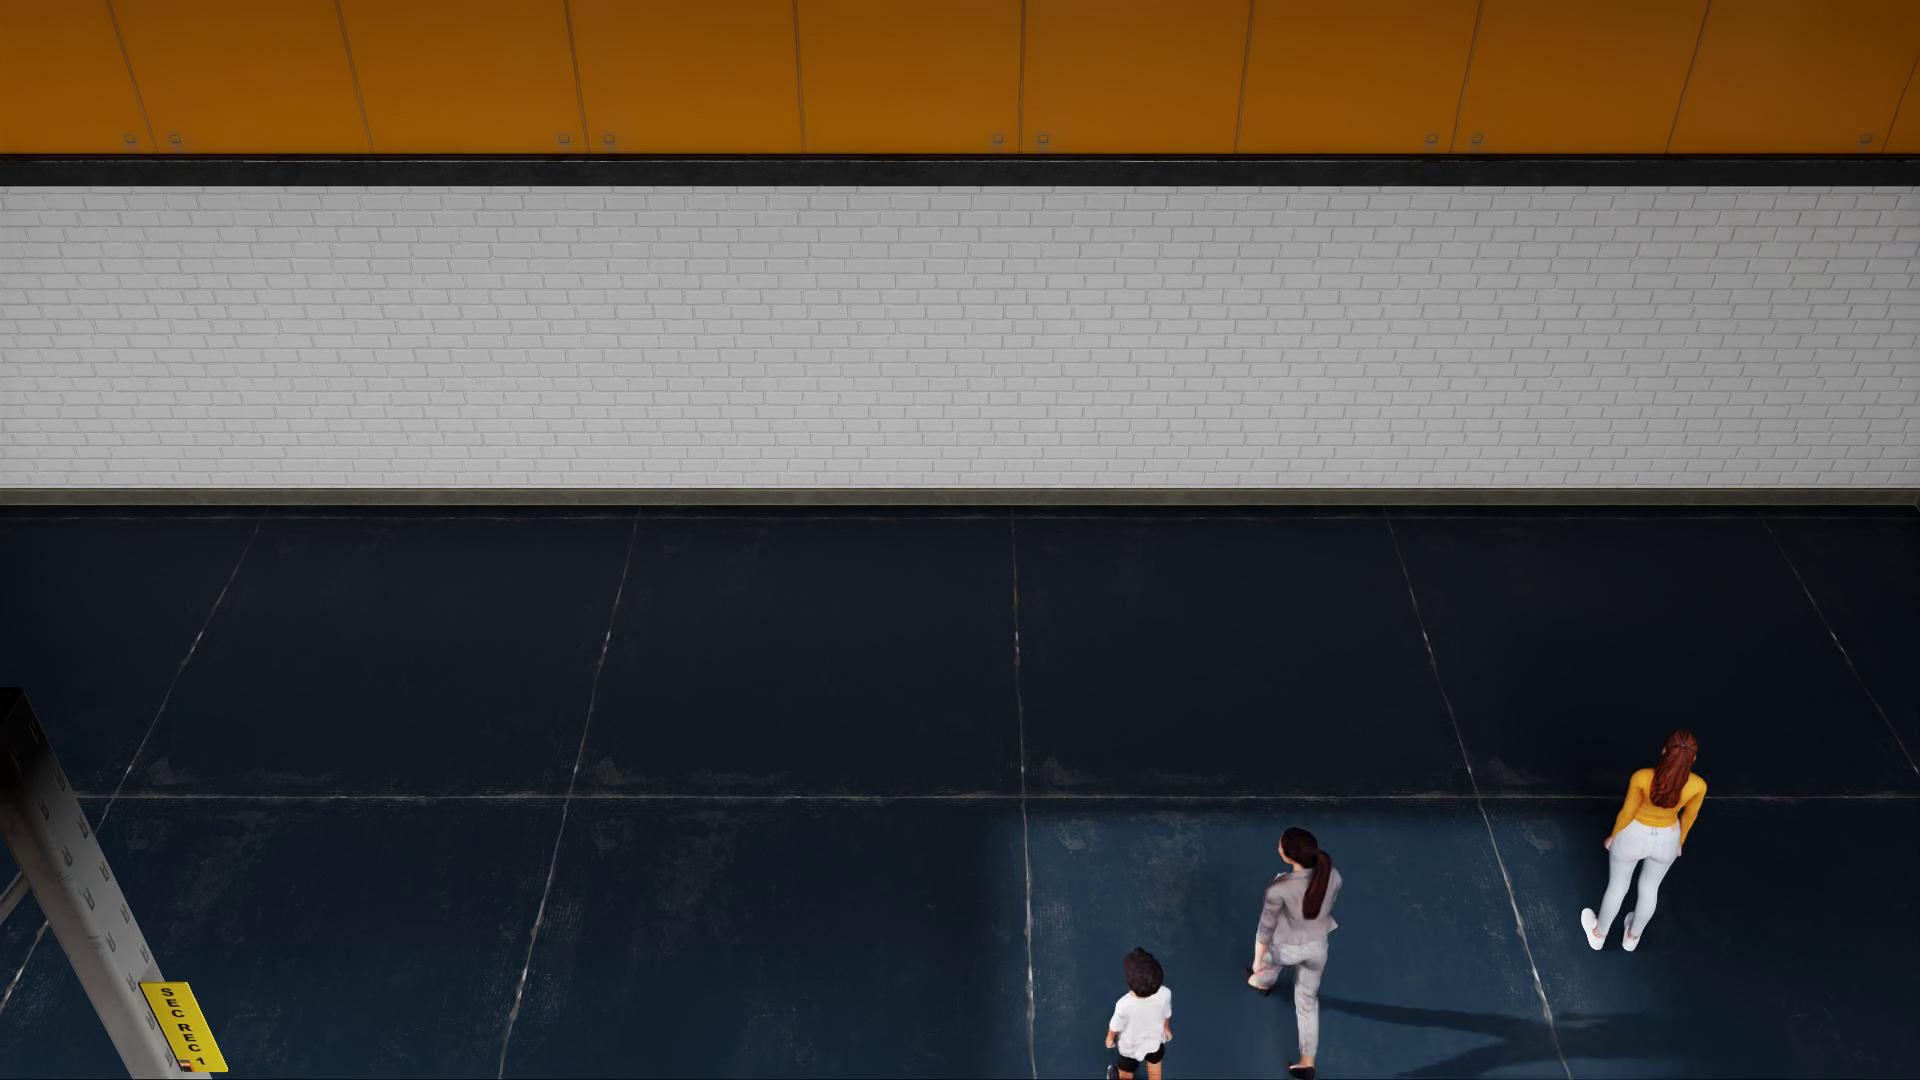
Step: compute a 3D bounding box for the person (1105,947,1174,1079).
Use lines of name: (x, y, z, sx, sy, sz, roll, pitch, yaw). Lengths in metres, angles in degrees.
person: (0.977, 2.633, 8.783, 0.610, 1.254, 0.676, -12, 40, -15)

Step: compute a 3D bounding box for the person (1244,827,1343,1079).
person: (1.842, 2.270, 8.939, 0.799, 1.625, 1.148, -9, 39, -11)

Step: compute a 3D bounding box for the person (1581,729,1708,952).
person: (3.931, 1.729, 9.516, 0.611, 1.751, 0.609, 6, 39, 7)
